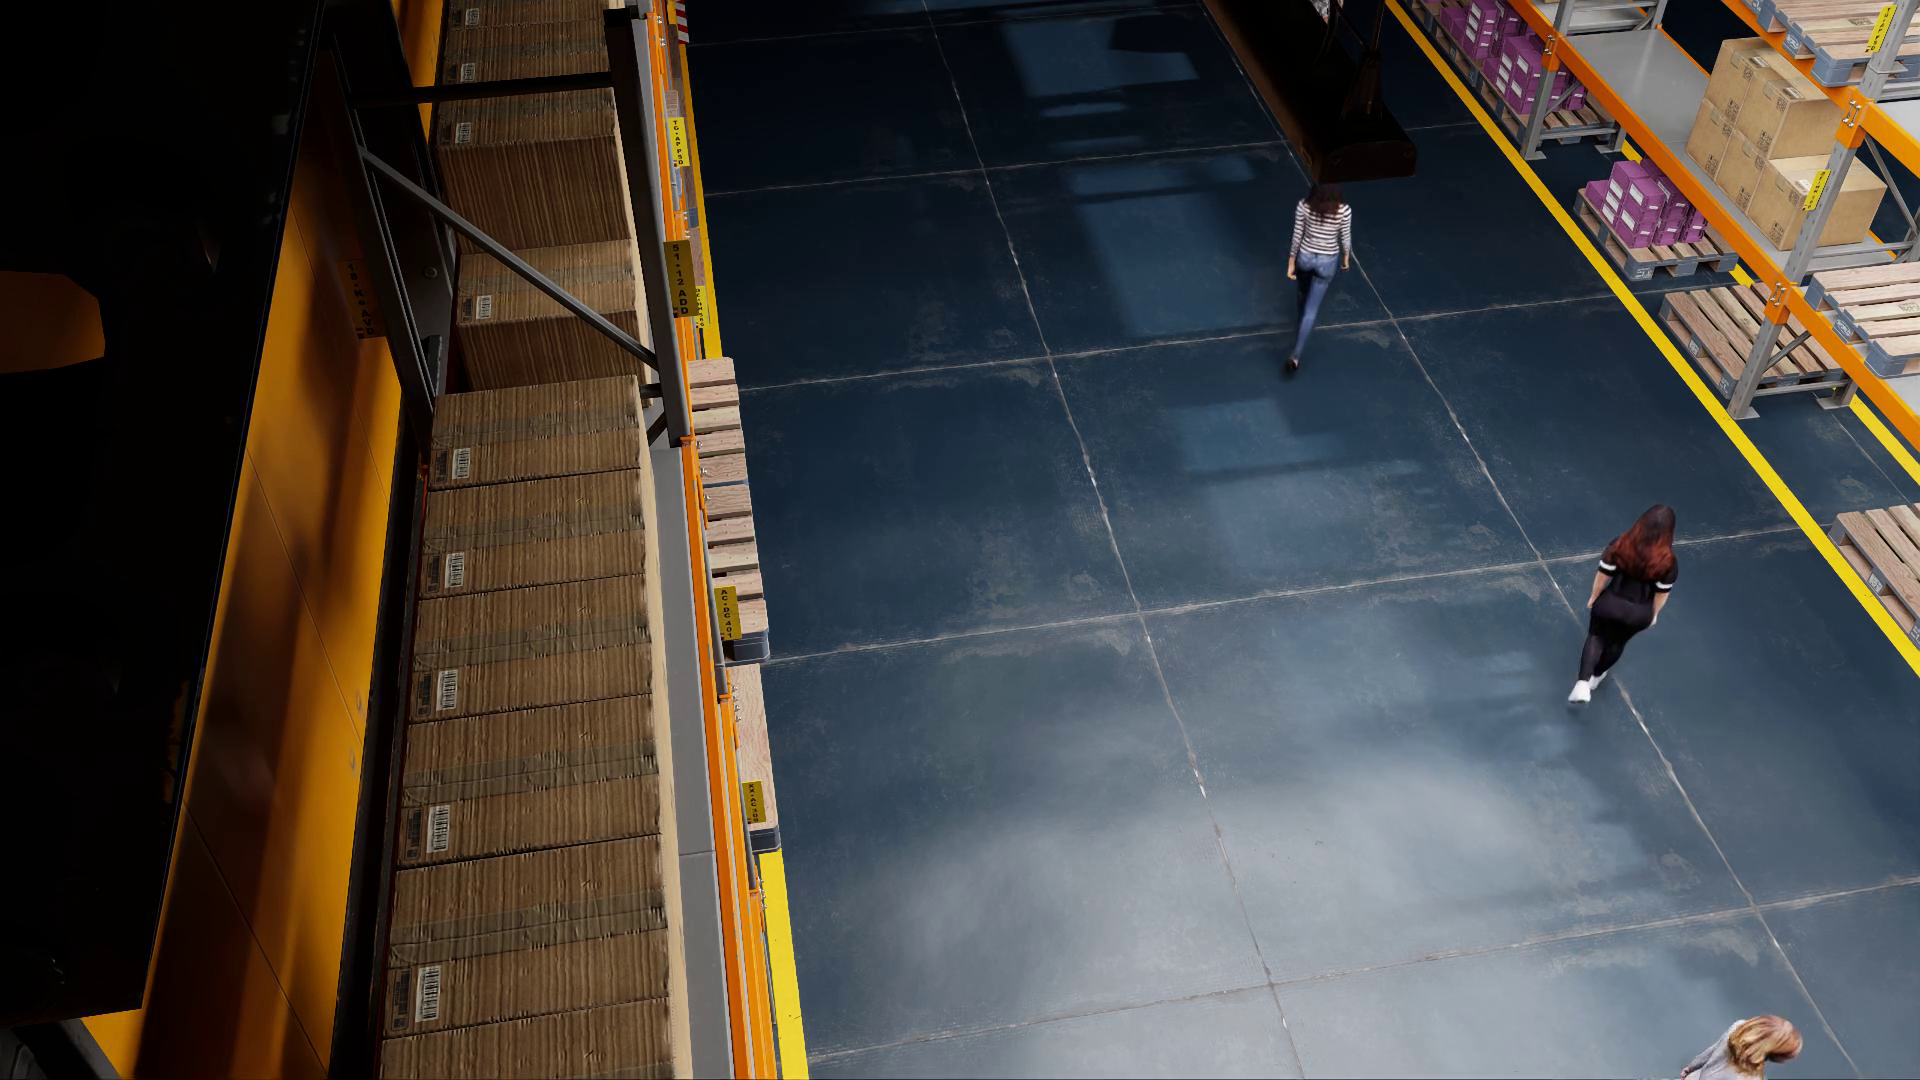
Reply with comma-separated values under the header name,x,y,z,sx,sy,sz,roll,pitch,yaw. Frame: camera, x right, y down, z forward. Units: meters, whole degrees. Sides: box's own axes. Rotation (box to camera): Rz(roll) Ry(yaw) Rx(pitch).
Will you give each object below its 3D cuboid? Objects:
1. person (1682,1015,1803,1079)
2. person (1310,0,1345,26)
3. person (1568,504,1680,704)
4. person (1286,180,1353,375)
name,x,y,z,sx,sy,sz,roll,pitch,yaw
person,3.469,2.760,8.057,1.113,1.740,1.235,11,45,11
person,3.598,-5.367,16.549,0.741,1.794,1.080,2,44,2
person,4.198,0.463,10.553,0.898,1.623,0.985,21,48,21
person,2.793,-2.086,13.146,0.996,1.737,1.213,14,45,15
